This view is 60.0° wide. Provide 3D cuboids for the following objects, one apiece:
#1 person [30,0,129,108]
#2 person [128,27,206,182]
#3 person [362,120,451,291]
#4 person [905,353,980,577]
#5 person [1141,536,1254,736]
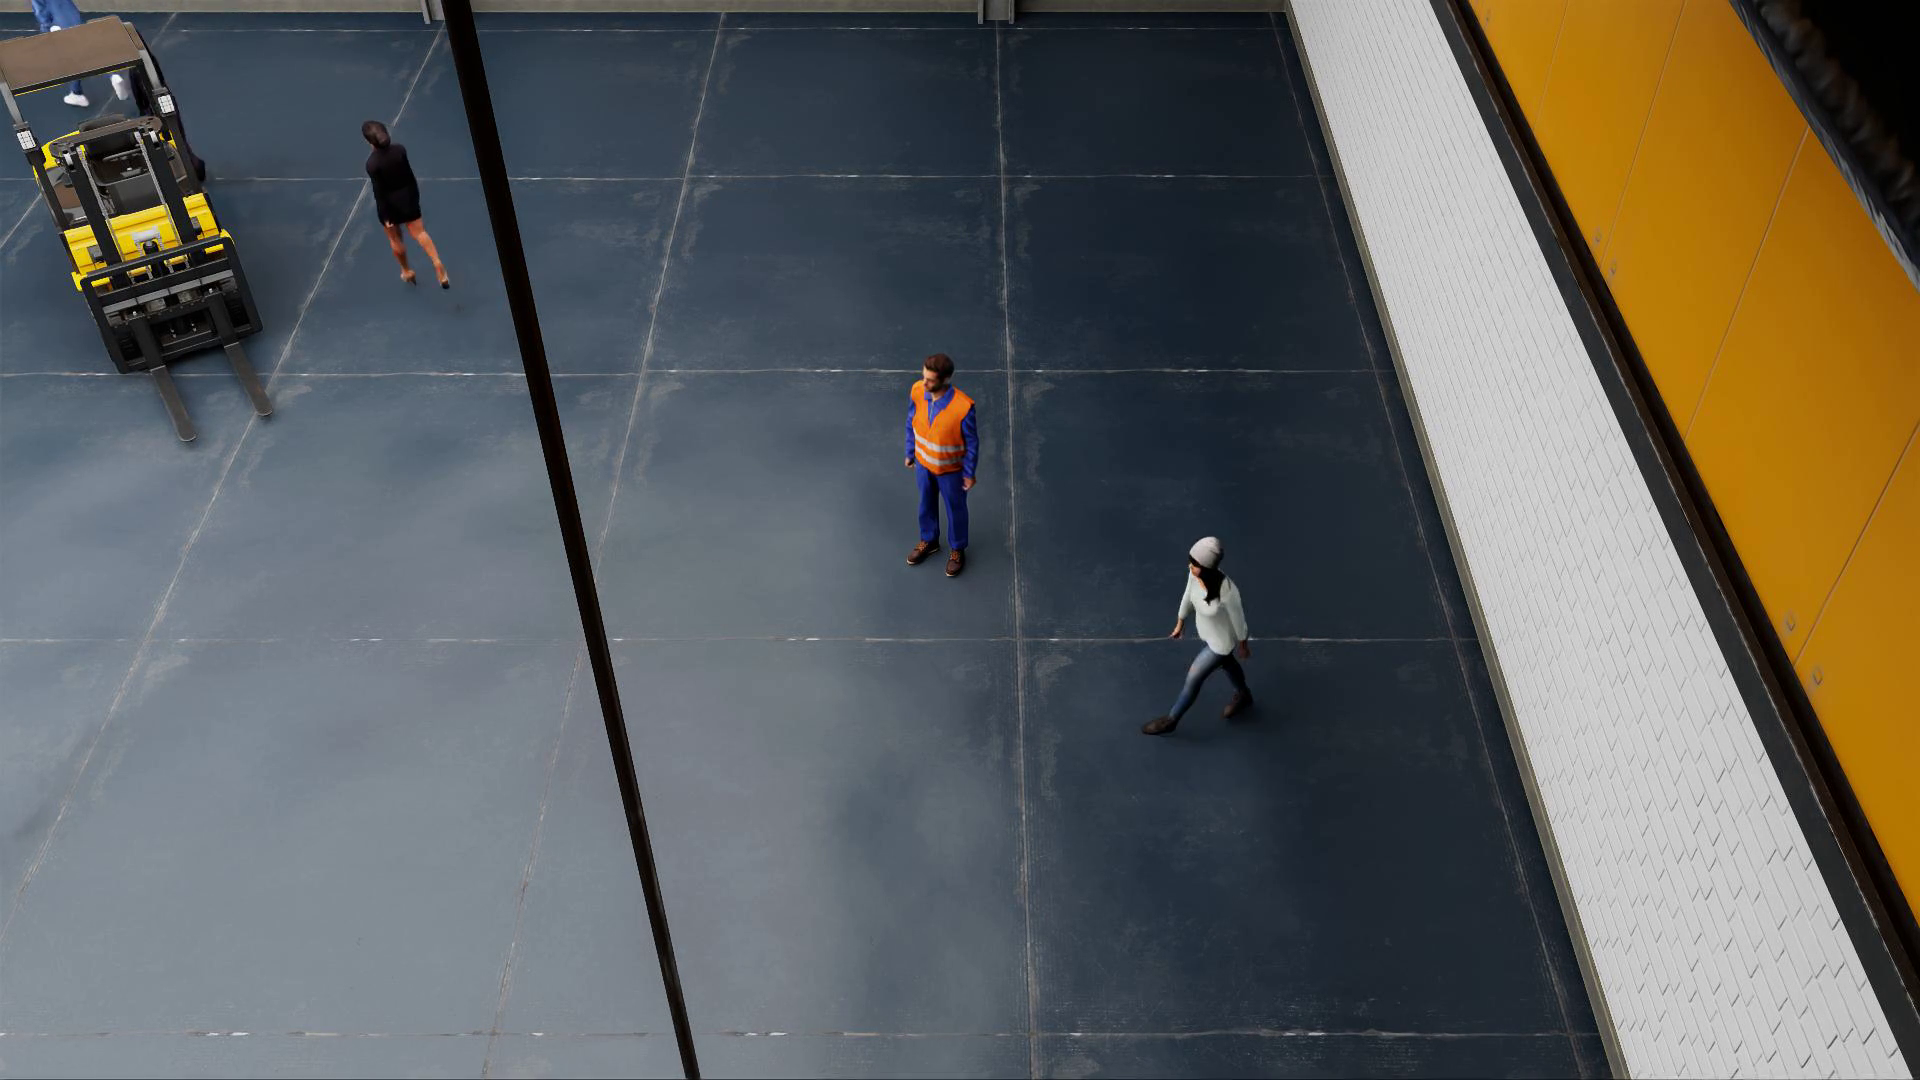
[{"bbox_3d":[-8.648,-5.013,16.115,1.089,1.792,0.907,16,46,16],"label":"person"},{"bbox_3d":[-7.227,-3.937,15.121,0.846,1.605,0.756,-14,45,-14],"label":"person"},{"bbox_3d":[-4.619,-2.734,13.848,0.971,1.620,0.907,33,53,30],"label":"person"},{"bbox_3d":[-0.128,-0.533,11.362,0.714,1.861,0.847,19,47,19],"label":"person"},{"bbox_3d":[1.664,0.588,10.379,1.125,1.593,0.878,-24,49,-23],"label":"person"}]
